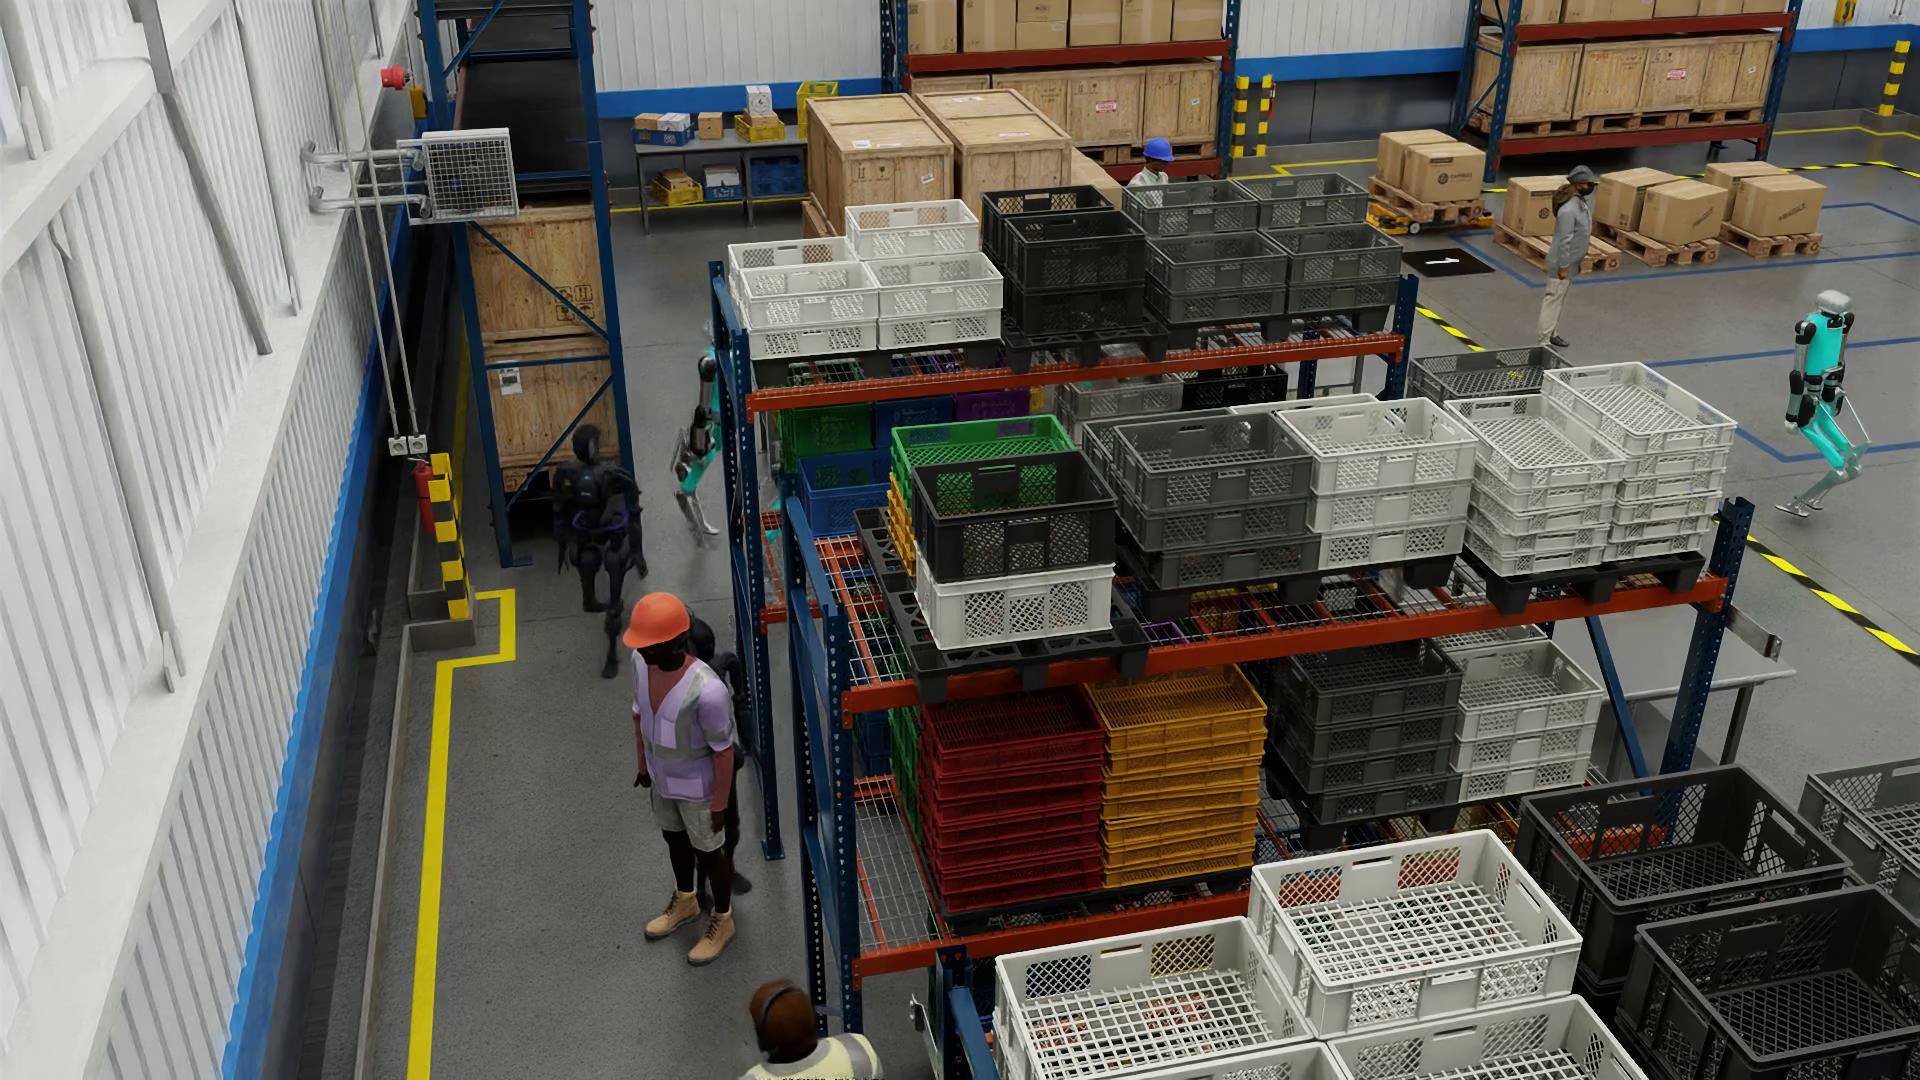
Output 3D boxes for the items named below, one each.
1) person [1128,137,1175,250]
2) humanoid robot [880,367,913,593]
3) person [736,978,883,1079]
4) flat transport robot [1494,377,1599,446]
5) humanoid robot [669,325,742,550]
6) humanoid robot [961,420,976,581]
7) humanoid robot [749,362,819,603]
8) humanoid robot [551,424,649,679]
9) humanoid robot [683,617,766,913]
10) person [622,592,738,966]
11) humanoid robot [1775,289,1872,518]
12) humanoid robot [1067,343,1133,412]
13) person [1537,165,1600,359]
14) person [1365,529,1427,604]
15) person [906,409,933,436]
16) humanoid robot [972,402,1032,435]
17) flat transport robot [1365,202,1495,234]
[{"bbox_3d":[1.768,-2.814,15.600,0.411,1.939,0.604,19,33,32],"label":"person"},{"bbox_3d":[-0.389,-0.452,11.426,0.626,1.635,0.605,6,28,12],"label":"humanoid robot"},{"bbox_3d":[-0.573,2.314,5.975,0.634,1.839,0.429,-17,32,-30],"label":"person"},{"bbox_3d":[4.780,-1.036,14.013,0.659,0.231,1.431,-6,28,-12],"label":"flat transport robot"},{"bbox_3d":[-1.866,-0.741,11.931,0.820,1.816,0.545,15,31,26],"label":"humanoid robot"},{"bbox_3d":[0.109,0.041,10.467,0.611,1.643,0.450,11,30,20],"label":"humanoid robot"},{"bbox_3d":[-1.237,-0.299,11.004,0.686,1.768,0.537,-12,30,-22],"label":"humanoid robot"},{"bbox_3d":[-2.270,0.023,10.524,0.606,1.630,0.649,2,28,4],"label":"humanoid robot"},{"bbox_3d":[-1.261,1.115,8.419,0.331,1.651,0.585,20,34,33],"label":"humanoid robot"},{"bbox_3d":[-1.352,1.147,7.971,0.613,2.040,0.389,21,34,34],"label":"person"},{"bbox_3d":[6.371,-0.935,12.102,0.533,1.677,0.735,-14,31,-25],"label":"humanoid robot"},{"bbox_3d":[1.184,-0.690,11.812,0.989,1.775,0.538,-24,36,-38],"label":"humanoid robot"},{"bbox_3d":[5.564,-2.574,15.320,0.396,1.769,0.565,15,31,25],"label":"person"},{"bbox_3d":[2.725,0.077,10.279,0.628,1.801,0.768,-8,29,-15],"label":"person"},{"bbox_3d":[-0.197,0.008,10.301,0.347,1.881,0.576,0,28,1],"label":"person"},{"bbox_3d":[0.156,-0.253,11.029,0.559,1.835,0.785,-5,28,-10],"label":"humanoid robot"},{"bbox_3d":[5.360,-3.757,19.145,1.431,0.197,0.652,-8,29,-15],"label":"flat transport robot"}]
